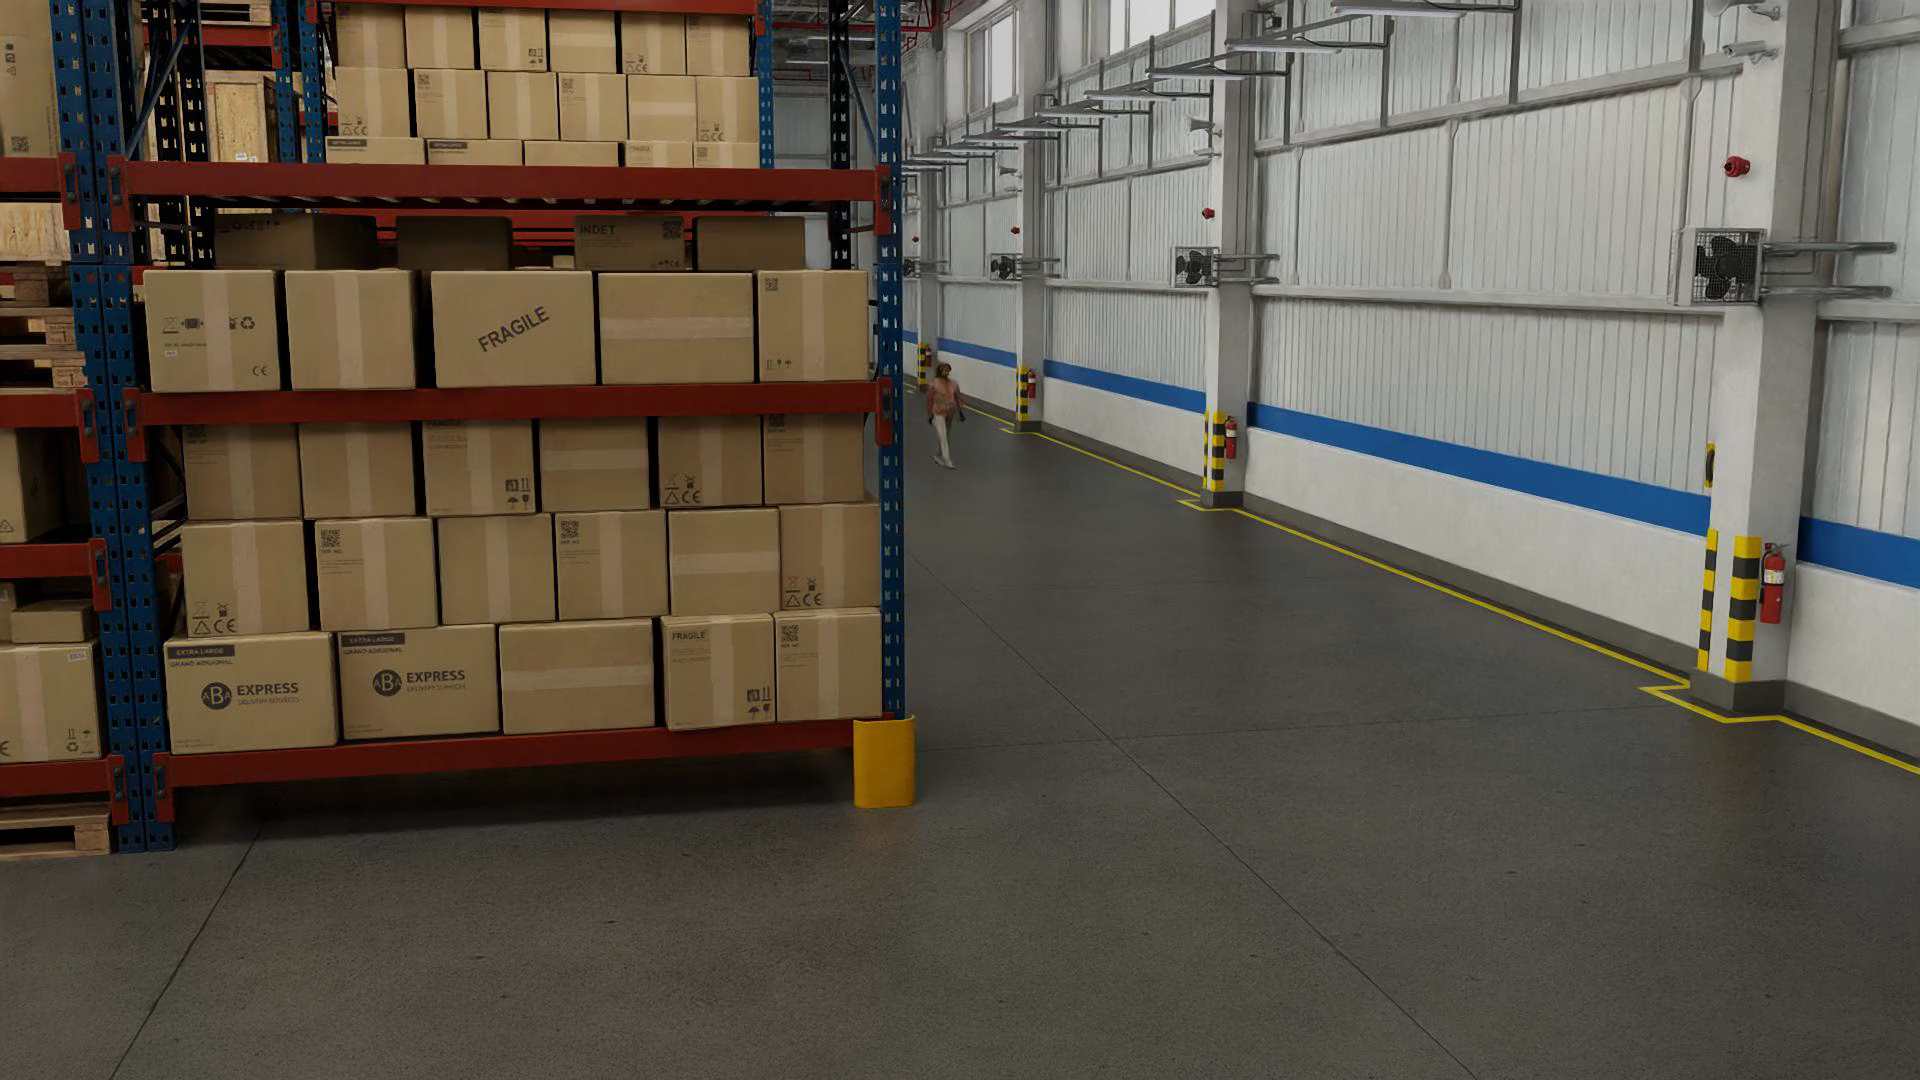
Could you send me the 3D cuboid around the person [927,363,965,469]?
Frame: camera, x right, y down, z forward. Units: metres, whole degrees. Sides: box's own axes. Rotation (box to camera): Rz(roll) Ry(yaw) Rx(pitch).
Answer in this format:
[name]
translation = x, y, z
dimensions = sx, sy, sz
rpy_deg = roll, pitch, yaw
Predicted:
[person]
translation = -0.259, -1.900, 25.281
dimensions = 0.524, 1.603, 0.853
rpy_deg = -5, 11, -30
